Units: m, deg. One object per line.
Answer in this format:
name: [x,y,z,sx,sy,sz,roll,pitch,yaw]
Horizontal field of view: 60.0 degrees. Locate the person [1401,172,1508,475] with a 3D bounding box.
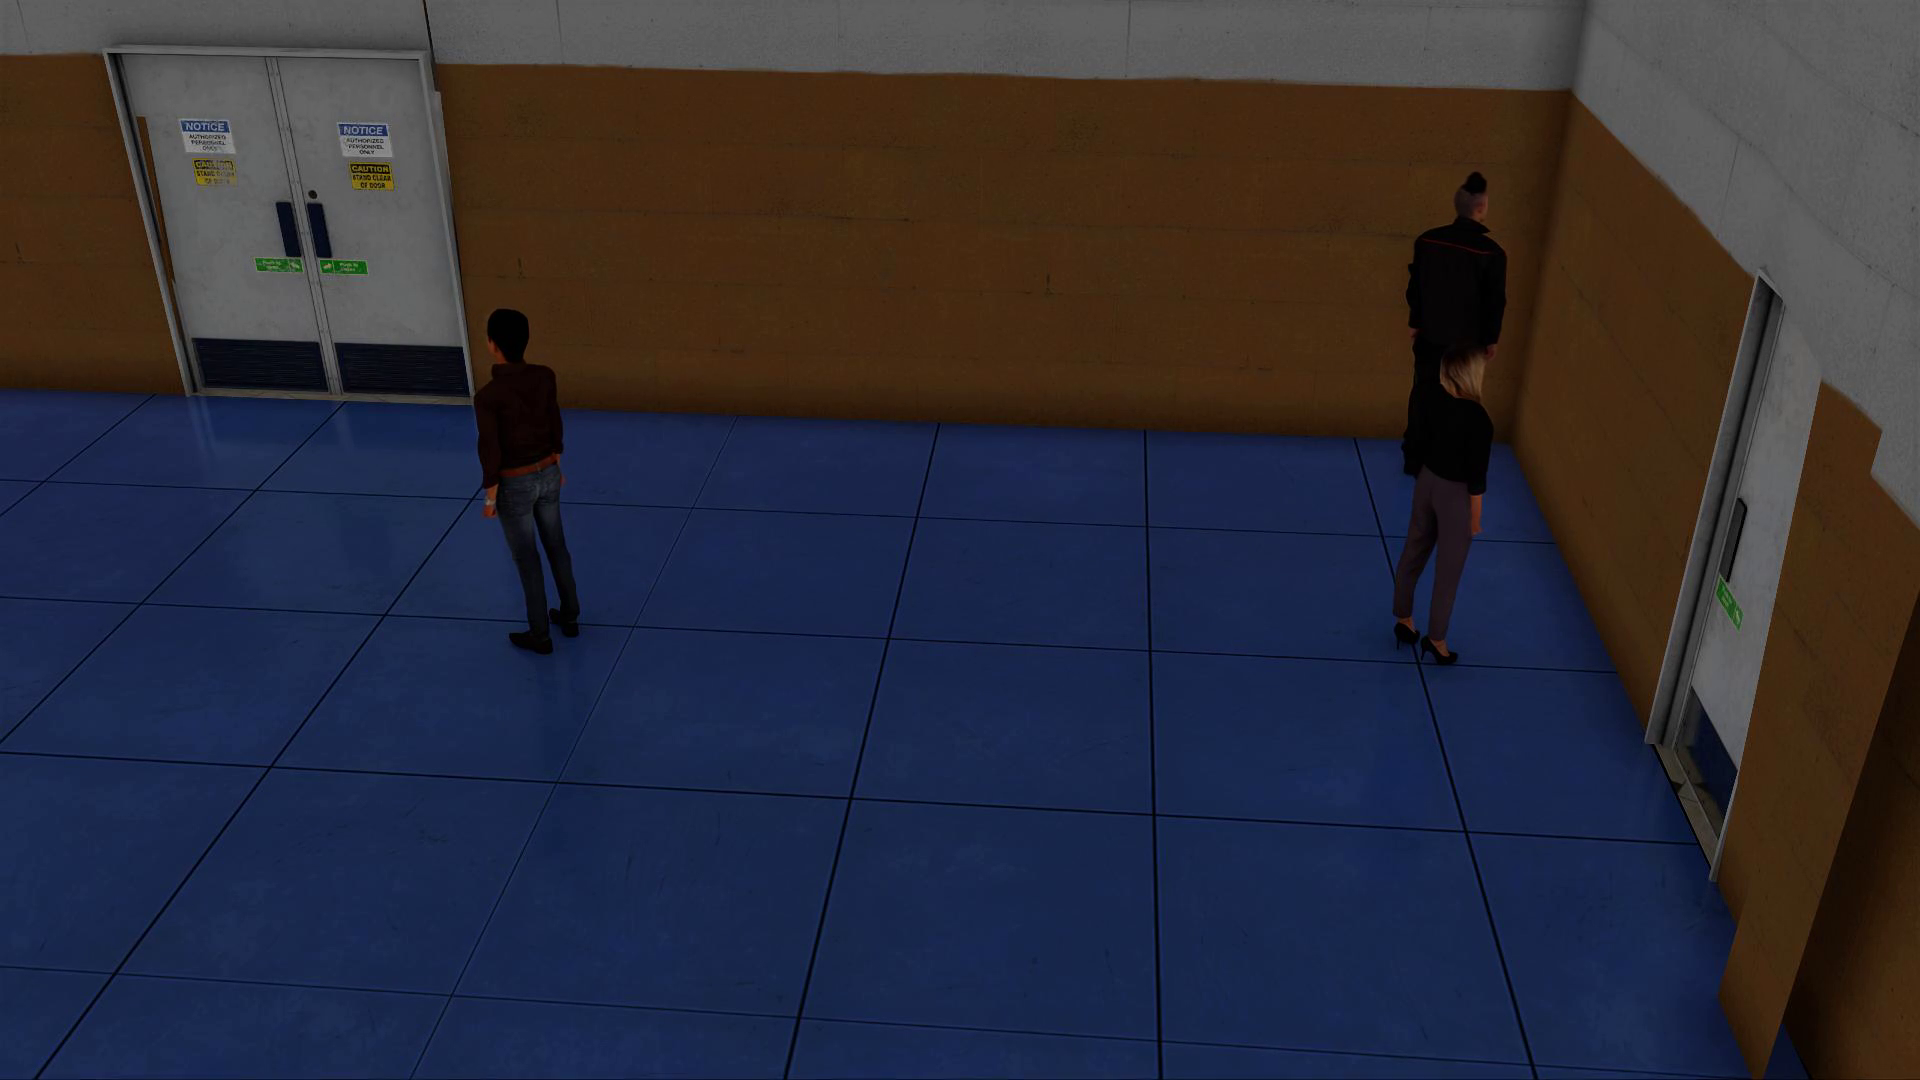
person: [2.886,-1.238,9.722,0.853,1.871,0.855,22,36,34]

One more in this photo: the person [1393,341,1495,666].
person: [2.320,-0.173,8.005,0.741,1.671,0.640,-14,32,-24]

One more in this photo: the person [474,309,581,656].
person: [-2.094,-0.277,8.080,0.784,1.781,0.657,20,34,32]
